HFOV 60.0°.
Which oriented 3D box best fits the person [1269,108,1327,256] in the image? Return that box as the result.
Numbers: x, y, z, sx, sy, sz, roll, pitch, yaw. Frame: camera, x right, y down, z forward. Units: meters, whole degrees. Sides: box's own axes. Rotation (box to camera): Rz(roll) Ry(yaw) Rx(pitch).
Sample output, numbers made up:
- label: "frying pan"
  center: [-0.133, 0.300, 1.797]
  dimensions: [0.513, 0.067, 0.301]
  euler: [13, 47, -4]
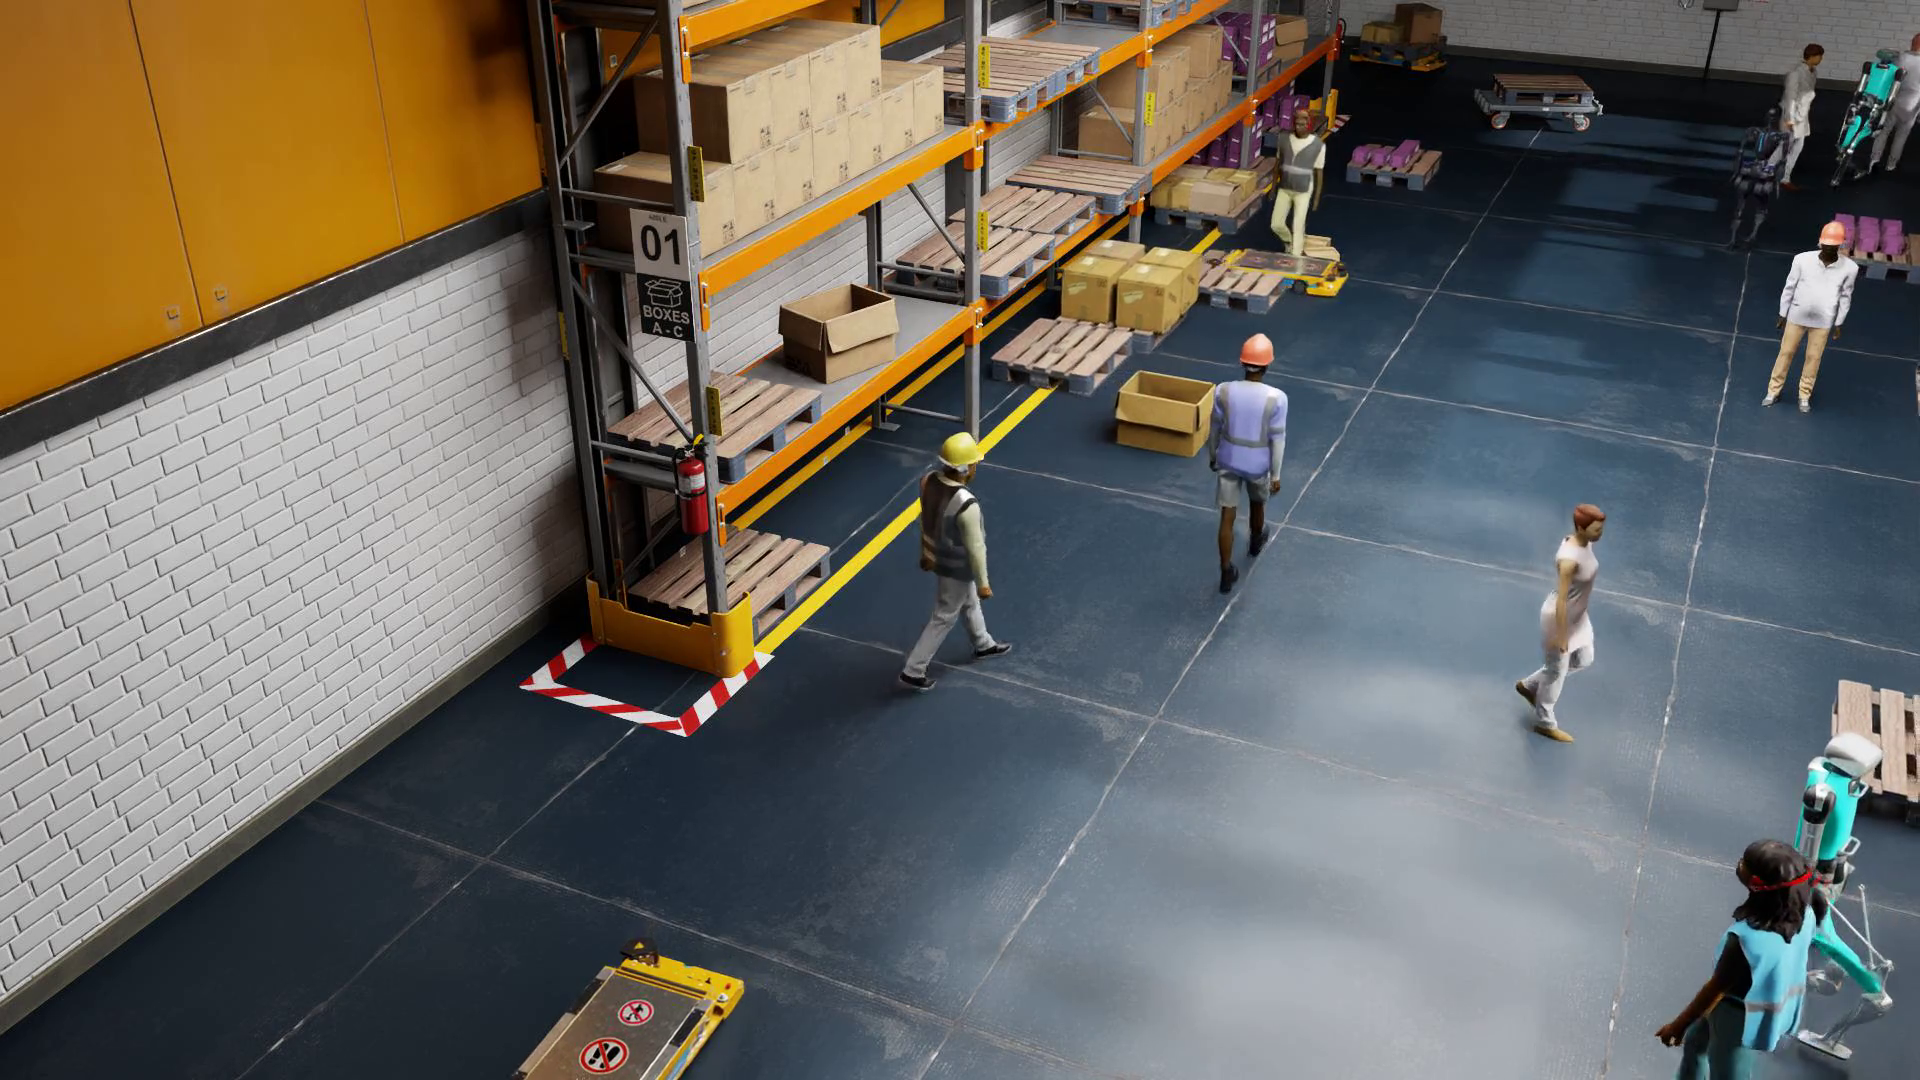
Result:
- label: "person"
  center: [3.651, -3.782, 18.094]
  dimensions: [0.635, 1.829, 0.501]
  euler: [18, 33, 30]

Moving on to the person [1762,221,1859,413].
- label: "person"
  center: [7.610, -1.996, 14.862]
  dimensions: [0.560, 1.752, 0.326]
  euler: [14, 31, 24]

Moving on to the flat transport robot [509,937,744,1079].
- label: "flat transport robot"
  center: [-1.676, 2.518, 8.058]
  dimensions: [0.659, 0.231, 1.431]
  euler: [11, 30, 19]

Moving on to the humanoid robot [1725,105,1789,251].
- label: "humanoid robot"
  center: [9.007, -4.099, 18.848]
  dimensions: [0.405, 1.647, 0.601]
  euler: [-25, 37, -38]

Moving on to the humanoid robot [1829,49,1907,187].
- label: "humanoid robot"
  center: [11.281, -5.249, 20.903]
  dimensions: [1.038, 1.706, 0.540]
  euler: [-18, 33, -30]

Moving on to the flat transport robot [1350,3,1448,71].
- label: "flat transport robot"
  center: [7.261, -7.995, 27.553]
  dimensions: [1.431, 0.231, 0.659]
  euler: [22, 35, 35]

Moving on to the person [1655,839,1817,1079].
- label: "person"
  center: [3.286, 2.029, 7.302]
  dimensions: [0.551, 1.841, 0.791]
  euler: [-20, 34, -33]

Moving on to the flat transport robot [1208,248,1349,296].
- label: "flat transport robot"
  center: [3.466, -2.929, 18.160]
  dimensions: [1.431, 0.231, 0.659]
  euler: [12, 30, 21]

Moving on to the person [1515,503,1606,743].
- label: "person"
  center: [3.775, 0.505, 10.330]
  dimensions: [0.372, 1.647, 0.470]
  euler: [19, 34, 32]

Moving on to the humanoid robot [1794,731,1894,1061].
- label: "humanoid robot"
  center: [4.208, 1.738, 7.933]
  dimensions: [0.963, 1.740, 0.546]
  euler: [23, 36, 36]

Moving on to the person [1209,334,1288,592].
- label: "person"
  center: [2.108, -0.627, 12.173]
  dimensions: [0.568, 1.896, 0.929]
  euler: [9, 30, 17]

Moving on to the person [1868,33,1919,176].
- label: "person"
  center: [12.172, -5.636, 21.494]
  dimensions: [0.654, 1.857, 0.858]
  euler: [16, 32, 27]

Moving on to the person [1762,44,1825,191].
- label: "person"
  center: [10.549, -5.336, 21.001]
  dimensions: [0.555, 1.799, 0.494]
  euler: [-16, 32, -27]

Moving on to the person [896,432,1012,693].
- label: "person"
  center: [-0.055, 0.136, 10.876]
  dimensions: [0.927, 1.789, 0.610]
  euler: [-15, 32, -25]
